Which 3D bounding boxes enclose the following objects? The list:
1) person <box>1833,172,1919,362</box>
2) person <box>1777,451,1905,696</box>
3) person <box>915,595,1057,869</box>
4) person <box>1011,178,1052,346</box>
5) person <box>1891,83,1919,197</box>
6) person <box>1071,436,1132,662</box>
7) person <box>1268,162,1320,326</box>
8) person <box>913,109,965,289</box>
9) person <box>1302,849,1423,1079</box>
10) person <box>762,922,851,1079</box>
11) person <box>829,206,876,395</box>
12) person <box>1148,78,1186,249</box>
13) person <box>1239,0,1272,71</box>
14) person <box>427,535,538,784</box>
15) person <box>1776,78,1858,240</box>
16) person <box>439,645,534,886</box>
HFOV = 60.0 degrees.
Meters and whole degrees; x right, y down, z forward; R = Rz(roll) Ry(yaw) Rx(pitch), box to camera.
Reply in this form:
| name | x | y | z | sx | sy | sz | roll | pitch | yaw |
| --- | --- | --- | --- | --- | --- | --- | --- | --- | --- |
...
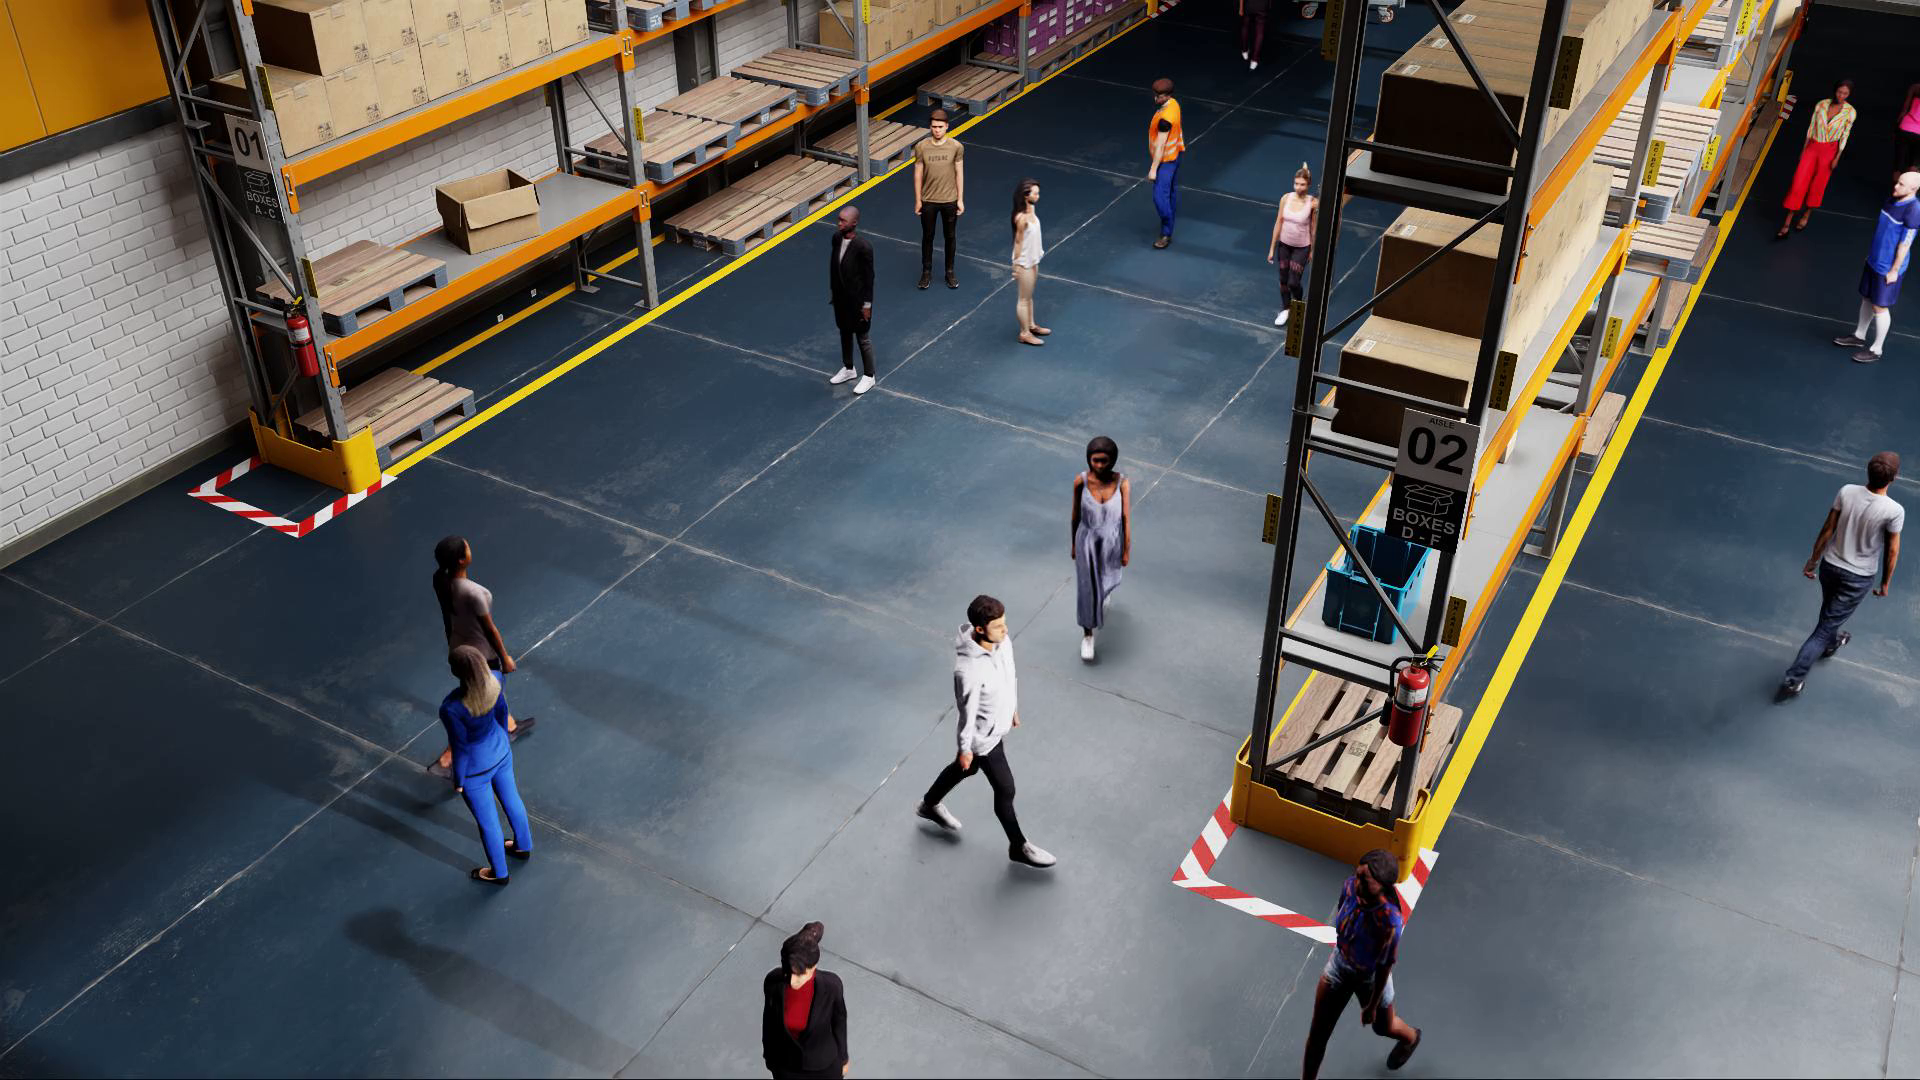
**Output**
| name | x | y | z | sx | sy | sz | roll | pitch | yaw |
| --- | --- | --- | --- | --- | --- | --- | --- | --- | --- |
| person | 8.685 | -2.582 | 15.587 | 0.815 | 1.836 | 0.695 | -1 | 34 | -1 |
| person | 5.985 | 0.272 | 11.313 | 1.304 | 1.817 | 0.976 | -23 | 40 | -31 |
| person | 0.059 | 1.113 | 9.985 | 0.854 | 1.885 | 1.174 | 13 | 36 | 19 |
| person | 0.623 | -2.671 | 15.889 | 0.668 | 1.652 | 0.612 | -5 | 34 | -8 |
| person | 10.630 | -4.486 | 18.568 | 0.571 | 1.708 | 0.627 | 15 | 36 | 21 |
| person | 1.000 | -0.009 | 11.864 | 0.868 | 1.674 | 1.095 | 3 | 34 | 4 |
| person | 3.296 | -2.893 | 16.226 | 0.579 | 1.647 | 0.585 | 23 | 40 | 30 |
| person | -0.210 | -3.473 | 16.915 | 0.752 | 1.852 | 0.760 | -2 | 34 | -2 |
| person | 2.119 | 2.221 | 8.486 | 1.240 | 1.700 | 0.958 | -20 | 38 | -27 |
| person | -0.745 | 2.528 | 8.078 | 0.683 | 1.640 | 0.727 | 4 | 34 | 5 |
| person | -0.963 | -2.193 | 15.070 | 0.688 | 1.762 | 0.609 | 25 | 41 | 33 |
| person | 2.242 | -4.112 | 17.883 | 0.958 | 1.844 | 0.717 | 16 | 37 | 22 |
| person | 4.061 | -7.332 | 22.813 | 0.867 | 1.750 | 1.199 | 6 | 34 | 8 |
| person | -3.160 | 0.784 | 10.635 | 0.780 | 1.714 | 1.175 | 27 | 42 | 34 |
| person | 9.337 | -4.144 | 18.011 | 0.653 | 1.755 | 1.021 | 22 | 40 | 30 |
| person | -2.805 | 1.317 | 9.845 | 0.691 | 1.701 | 0.502 | 15 | 36 | 21 |
